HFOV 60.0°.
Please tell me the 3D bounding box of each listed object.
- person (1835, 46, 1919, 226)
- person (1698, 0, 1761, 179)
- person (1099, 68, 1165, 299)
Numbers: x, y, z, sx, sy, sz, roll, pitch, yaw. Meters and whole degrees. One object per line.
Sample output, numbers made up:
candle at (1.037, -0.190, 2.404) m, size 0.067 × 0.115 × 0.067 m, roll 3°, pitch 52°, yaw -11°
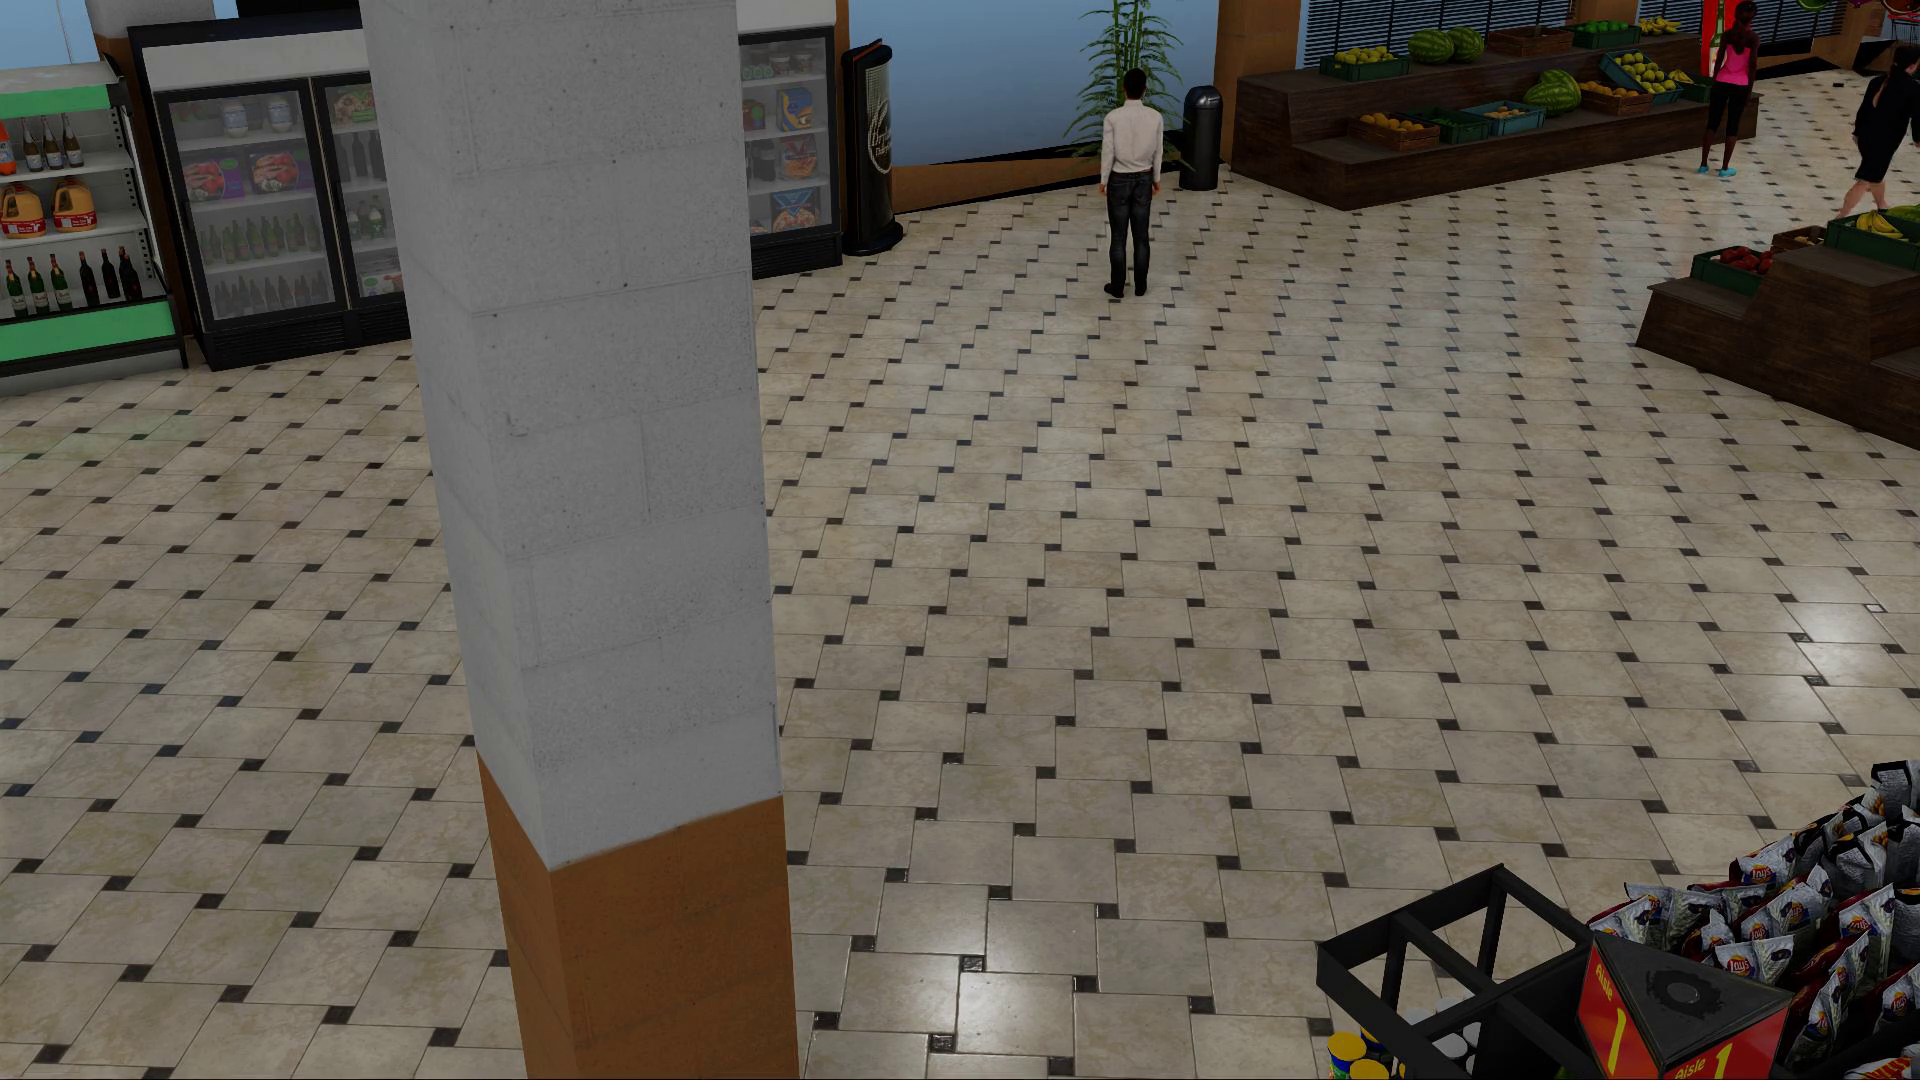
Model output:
person at (8.117, -3.496, 14.766) m, size 1.137 × 1.624 × 0.818 m, roll -9°, pitch 28°, yaw -18°
person at (7.732, -4.528, 16.692) m, size 0.617 × 1.724 × 0.633 m, roll 23°, pitch 35°, yaw 37°
person at (1.361, -2.836, 13.258) m, size 0.638 × 1.812 × 0.792 m, roll -3°, pitch 27°, yaw -7°
